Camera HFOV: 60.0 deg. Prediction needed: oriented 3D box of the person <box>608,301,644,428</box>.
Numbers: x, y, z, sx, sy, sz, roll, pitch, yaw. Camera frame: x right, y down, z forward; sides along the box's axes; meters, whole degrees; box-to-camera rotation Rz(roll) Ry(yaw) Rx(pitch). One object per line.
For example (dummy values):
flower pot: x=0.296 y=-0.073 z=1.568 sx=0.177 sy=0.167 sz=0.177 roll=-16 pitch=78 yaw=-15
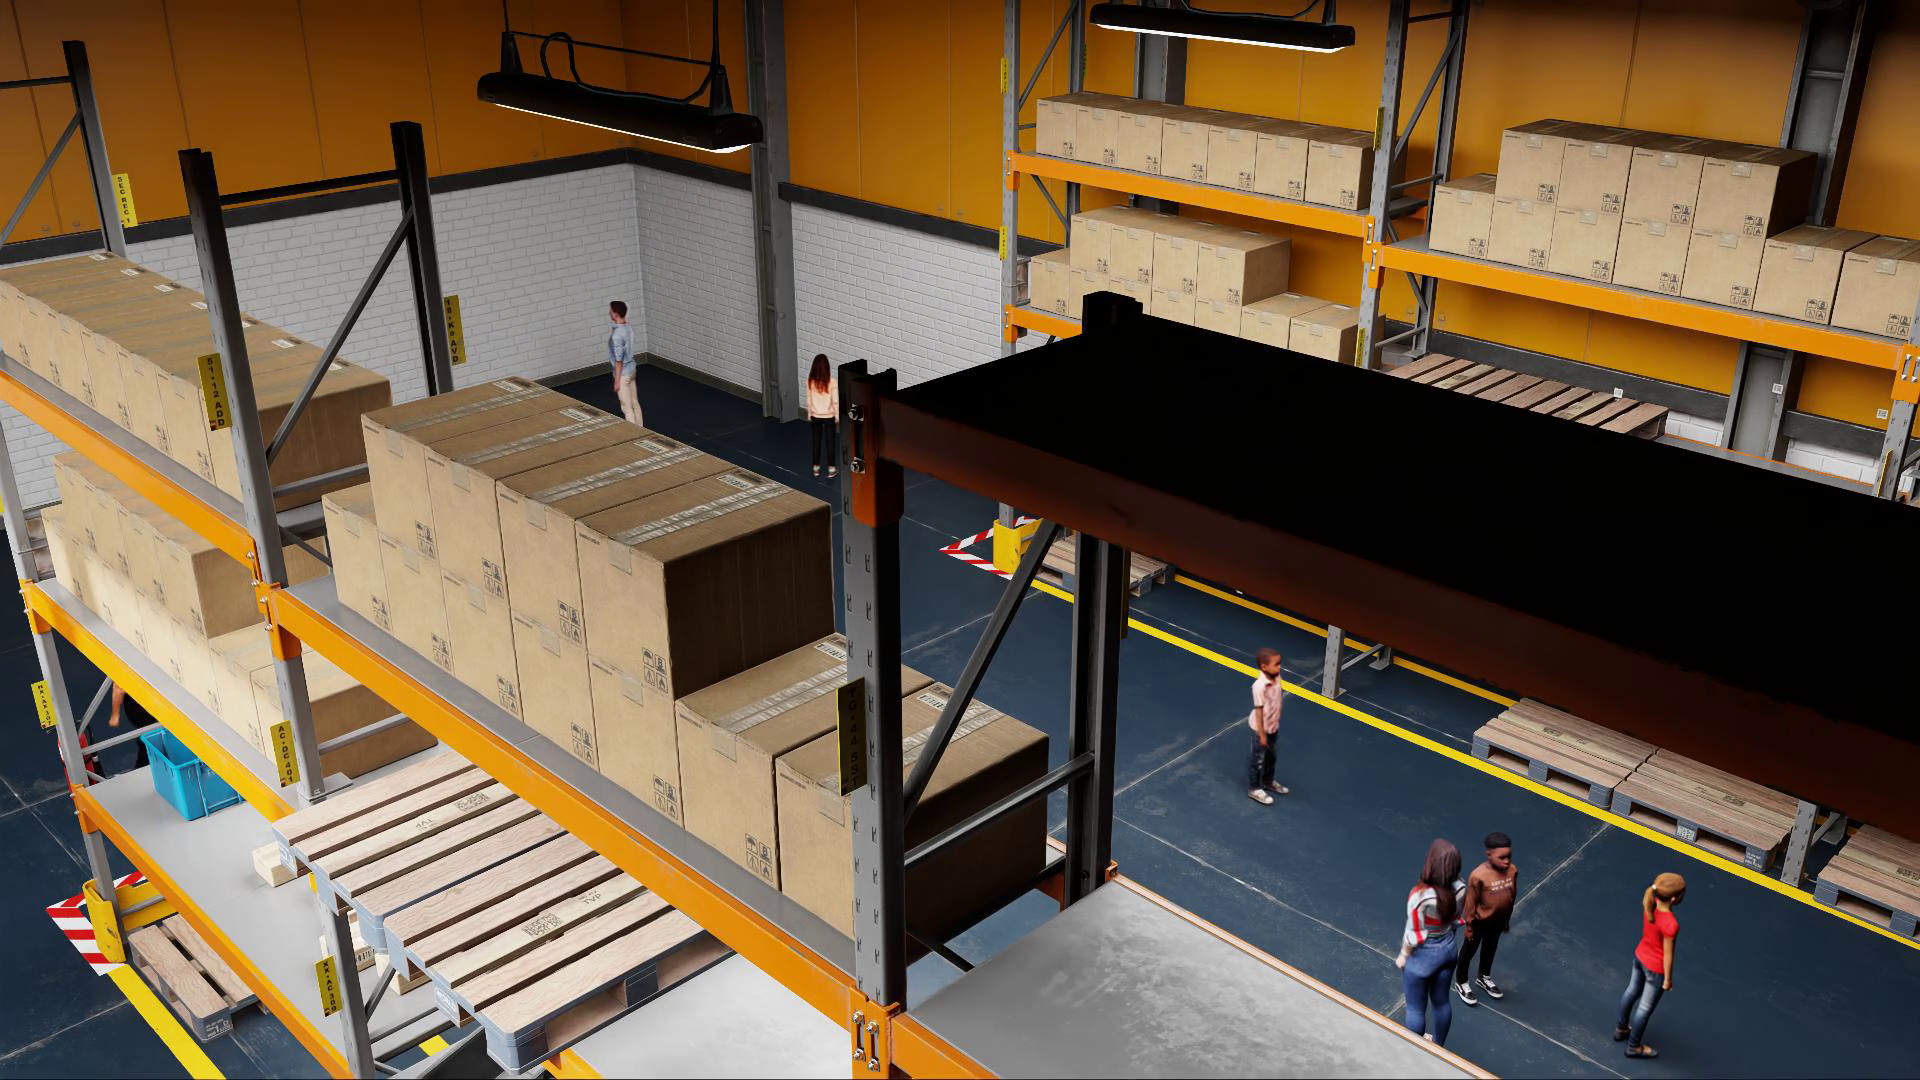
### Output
person: x=-4.111 y=-2.034 z=20.399 sx=0.737 sy=1.847 sz=0.728 roll=4 pitch=24 yaw=10

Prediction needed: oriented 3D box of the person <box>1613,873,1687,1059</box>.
person: x=4.313 y=2.638 z=10.385 sx=0.613 sy=1.307 sz=0.543 roll=-2 pitch=24 yaw=-5

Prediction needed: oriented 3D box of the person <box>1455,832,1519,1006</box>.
person: x=3.447 y=2.449 z=10.885 sx=0.582 sy=1.252 sz=0.594 roll=-7 pitch=25 yaw=-16

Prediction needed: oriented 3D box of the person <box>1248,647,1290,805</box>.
person: x=2.377 y=1.436 z=13.134 sx=0.519 sy=1.307 sz=0.509 roll=21 pitch=31 yaw=39

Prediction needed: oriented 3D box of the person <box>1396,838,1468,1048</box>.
person: x=2.903 y=2.538 z=10.232 sx=0.654 sy=1.614 sz=0.632 roll=-10 pitch=25 yaw=-21

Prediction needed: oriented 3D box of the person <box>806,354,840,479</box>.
person: x=-1.613 y=-1.470 z=19.563 sx=0.589 sy=1.482 sz=0.695 roll=6 pitch=24 yaw=13
